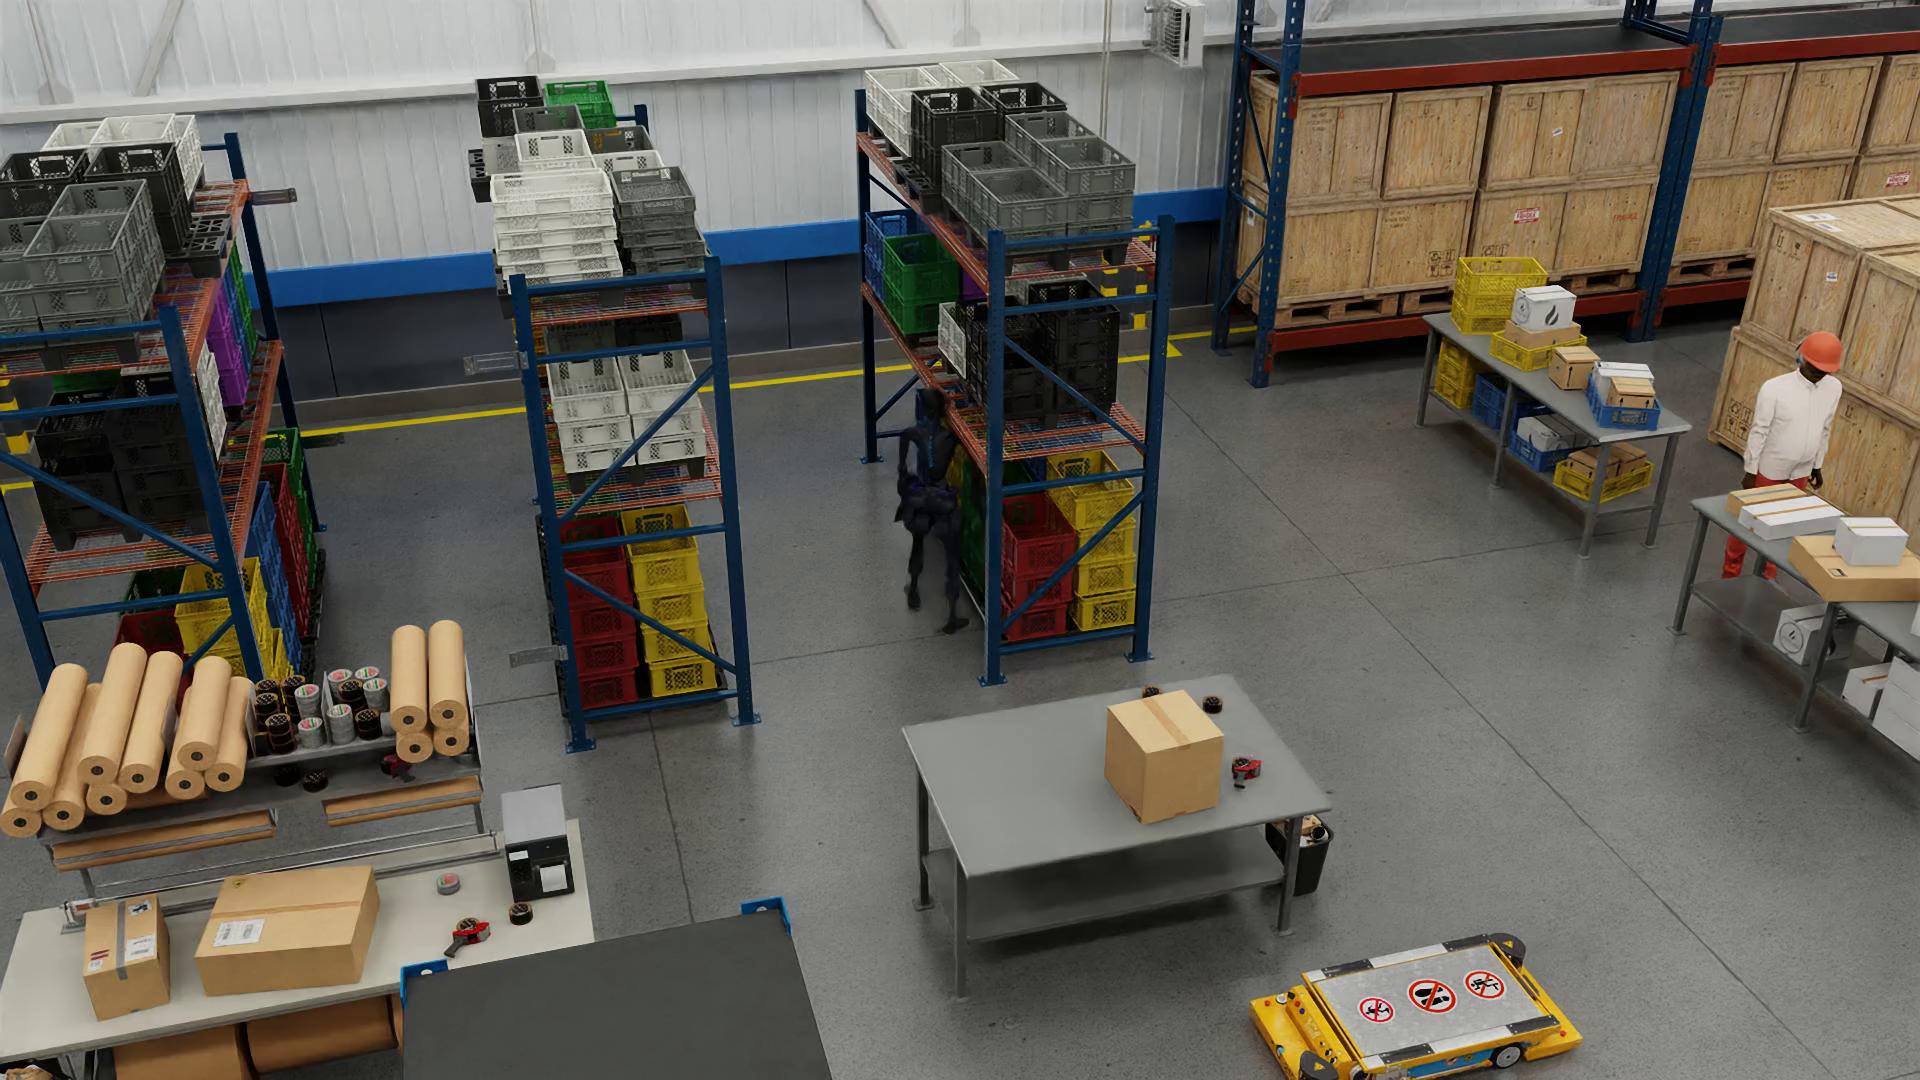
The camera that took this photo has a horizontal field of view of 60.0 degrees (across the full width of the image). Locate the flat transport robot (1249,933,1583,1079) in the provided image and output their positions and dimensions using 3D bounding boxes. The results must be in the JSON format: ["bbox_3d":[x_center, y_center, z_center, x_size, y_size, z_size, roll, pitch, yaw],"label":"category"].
[{"bbox_3d":[2.184,2.282,7.980,1.431,0.197,0.652,-8,30,-14],"label":"flat transport robot"}]

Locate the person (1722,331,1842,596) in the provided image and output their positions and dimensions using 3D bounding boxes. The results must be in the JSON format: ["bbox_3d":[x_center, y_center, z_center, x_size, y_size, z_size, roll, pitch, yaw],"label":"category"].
[{"bbox_3d":[5.591,-0.489,11.271,0.610,1.985,0.390,-6,29,-11],"label":"person"}]

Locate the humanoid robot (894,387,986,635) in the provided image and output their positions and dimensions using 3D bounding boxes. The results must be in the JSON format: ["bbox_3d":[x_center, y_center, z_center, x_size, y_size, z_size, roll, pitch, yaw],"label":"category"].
[{"bbox_3d":[-0.175,-0.201,11.076,0.644,1.616,0.556,8,30,15],"label":"humanoid robot"}]
